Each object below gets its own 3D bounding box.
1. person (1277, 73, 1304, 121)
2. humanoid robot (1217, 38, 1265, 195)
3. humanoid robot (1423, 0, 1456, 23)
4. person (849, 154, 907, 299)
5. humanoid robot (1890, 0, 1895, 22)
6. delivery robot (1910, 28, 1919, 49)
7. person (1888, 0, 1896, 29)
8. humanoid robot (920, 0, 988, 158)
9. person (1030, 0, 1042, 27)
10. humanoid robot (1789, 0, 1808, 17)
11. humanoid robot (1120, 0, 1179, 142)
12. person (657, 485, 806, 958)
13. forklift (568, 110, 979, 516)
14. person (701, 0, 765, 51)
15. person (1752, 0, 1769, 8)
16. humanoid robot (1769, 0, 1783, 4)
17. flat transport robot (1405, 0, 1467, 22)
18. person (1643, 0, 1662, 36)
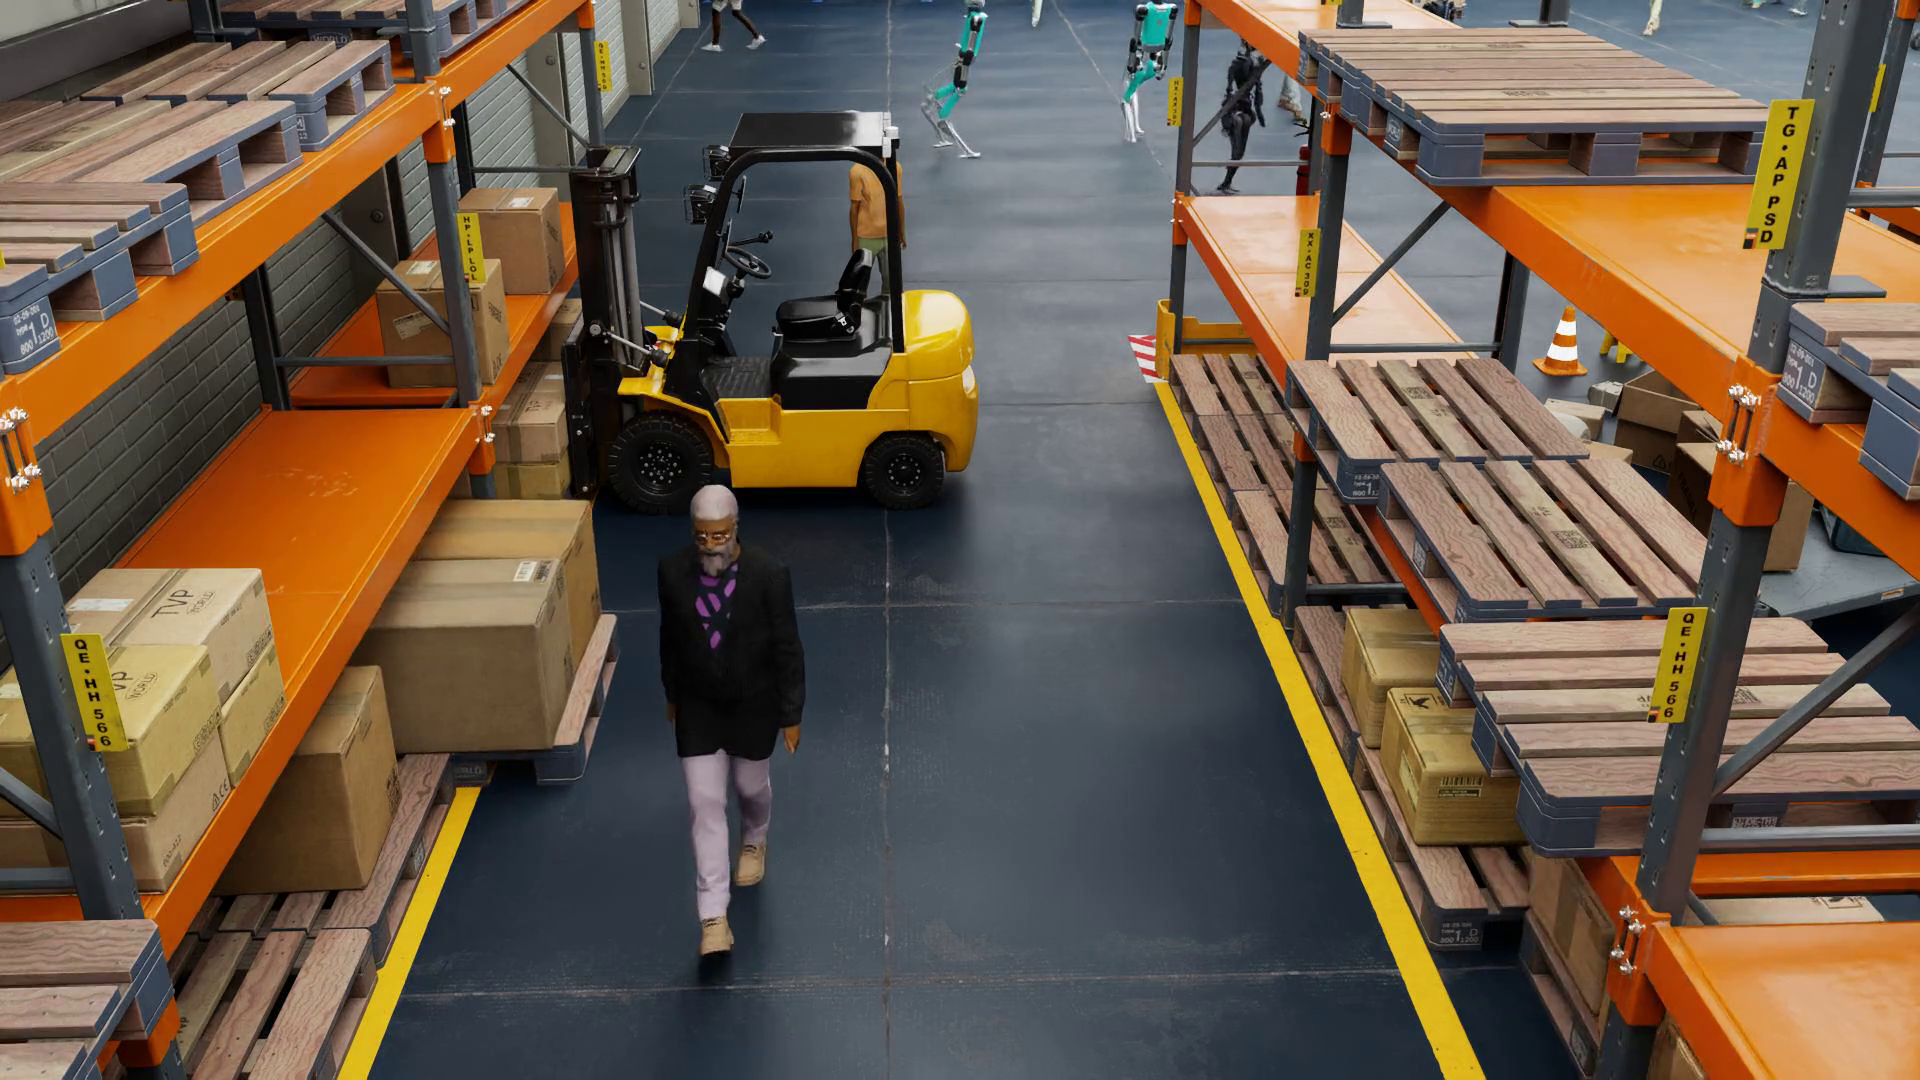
[{"bbox_3d":[4.157,-6.194,20.547,0.650,1.869,1.079,-3,25,-7],"label":"person"},{"bbox_3d":[2.851,-4.348,16.871,0.603,1.649,0.352,-23,34,-40],"label":"humanoid robot"},{"bbox_3d":[5.786,-6.064,20.493,0.602,1.654,0.386,-13,28,-26],"label":"humanoid robot"},{"bbox_3d":[-0.601,-2.251,12.386,0.437,1.709,0.390,-12,28,-24],"label":"person"},{"bbox_3d":[14.828,-8.832,26.397,0.733,1.622,0.589,21,32,37],"label":"humanoid robot"},{"bbox_3d":[14.947,-7.742,25.357,0.782,0.589,0.499,-14,29,-28],"label":"delivery robot"},{"bbox_3d":[15.377,-9.216,27.085,0.538,1.754,0.428,-8,27,-17],"label":"person"},{"bbox_3d":[-0.131,-5.102,18.405,0.867,1.754,0.547,0,25,0],"label":"humanoid robot"},{"bbox_3d":[1.275,-9.492,27.707,0.571,1.709,0.855,9,27,18],"label":"person"},{"bbox_3d":[14.598,-9.857,28.509,0.545,1.791,0.896,-3,25,-6],"label":"humanoid robot"},{"bbox_3d":[2.087,-5.477,19.238,0.542,1.805,0.833,-11,28,-23],"label":"humanoid robot"},{"bbox_3d":[-0.862,0.659,6.121,0.565,1.794,0.860,2,25,4],"label":"person"},{"bbox_3d":[-1.043,-1.379,9.976,2.313,2.155,1.214,-1,25,-2],"label":"forklift"},{"bbox_3d":[-3.465,-8.320,25.076,0.907,1.852,0.576,7,26,15],"label":"person"},{"bbox_3d":[14.473,-10.471,29.629,0.925,1.854,0.521,-23,33,-39],"label":"person"},{"bbox_3d":[14.660,-10.510,29.964,0.609,1.619,0.733,-16,30,-30],"label":"humanoid robot"},{"bbox_3d":[7.446,-8.391,27.073,0.659,0.231,1.431,16,30,31],"label":"flat transport robot"},{"bbox_3d":[11.268,-9.119,26.764,0.540,1.854,0.965,16,30,31],"label":"person"}]
